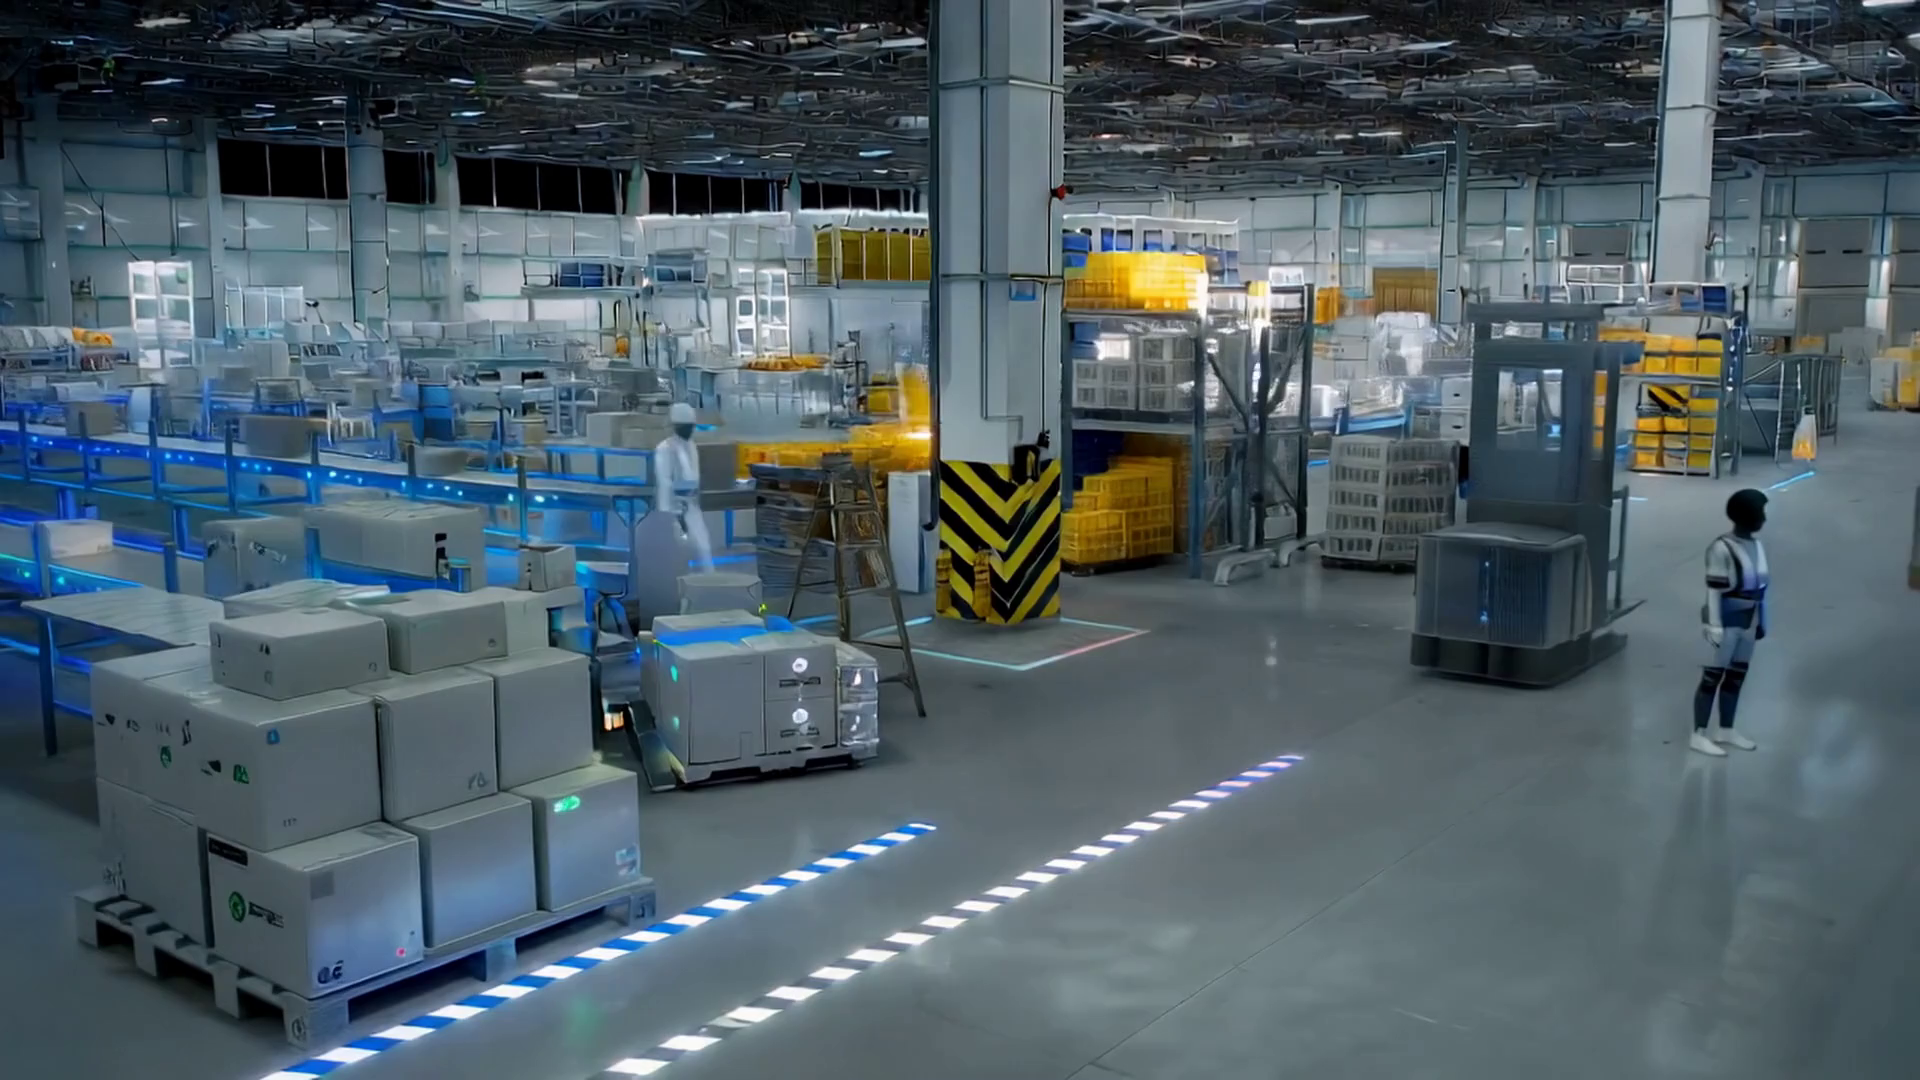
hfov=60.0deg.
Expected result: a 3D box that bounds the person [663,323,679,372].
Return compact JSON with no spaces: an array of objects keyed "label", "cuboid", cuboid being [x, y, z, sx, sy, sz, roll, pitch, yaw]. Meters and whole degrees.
[{"label":"person","cuboid":[-9.966,-6.517,57.219,0.576,1.872,0.591,7,11,39]}]

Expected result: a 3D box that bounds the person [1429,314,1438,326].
[{"label":"person","cuboid":[22.447,-9.739,78.749,0.595,1.925,0.375,-5,10,-30]}]

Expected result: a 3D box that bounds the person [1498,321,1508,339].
[{"label":"person","cuboid":[25.832,-9.733,79.273,0.539,1.751,0.487,-2,9,-15]}]

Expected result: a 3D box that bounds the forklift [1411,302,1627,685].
[{"label":"forklift","cuboid":[4.379,-0.438,12.852,1.129,2.768,1.873,7,11,37]}]

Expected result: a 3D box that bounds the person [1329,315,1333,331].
[{"label":"person","cuboid":[18.471,-10.256,82.161,0.602,1.948,0.386,-4,9,-25]}]

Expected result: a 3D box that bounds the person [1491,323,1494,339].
[{"label":"person","cuboid":[19.694,-7.206,61.946,0.376,1.846,0.517,4,9,23]}]

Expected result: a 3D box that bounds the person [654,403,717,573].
[{"label":"person","cuboid":[-2.554,-0.313,15.343,1.016,1.896,0.607,5,10,31]}]

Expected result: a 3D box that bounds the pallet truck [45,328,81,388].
[{"label":"pallet truck","cuboid":[-23.775,-4.544,43.495,1.885,1.965,0.823,6,10,35]}]

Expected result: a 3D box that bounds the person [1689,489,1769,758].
[{"label":"person","cuboid":[4.851,0.516,10.429,0.535,1.693,0.321,-5,10,-30]}]

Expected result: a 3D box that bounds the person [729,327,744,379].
[{"label":"person","cuboid":[-7.515,-6.291,56.079,0.518,1.756,0.348,1,9,10]}]

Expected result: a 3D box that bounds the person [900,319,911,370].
[{"label":"person","cuboid":[-2.049,-7.394,63.016,0.417,1.912,0.588,4,9,24]}]

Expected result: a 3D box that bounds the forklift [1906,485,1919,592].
[{"label":"forklift","cuboid":[10.017,-0.804,15.320,1.873,2.768,1.129,0,8,-1]}]

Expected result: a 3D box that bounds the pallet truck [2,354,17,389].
[{"label":"pallet truck","cuboid":[-24.881,-4.417,42.634,1.885,1.965,0.823,8,11,41]}]

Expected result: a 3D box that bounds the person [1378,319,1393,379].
[{"label":"person","cuboid":[14.389,-6.483,56.411,0.608,2.044,0.377,-5,10,-28]}]

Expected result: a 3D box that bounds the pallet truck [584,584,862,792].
[{"label":"pallet truck","cuboid":[-1.426,0.805,10.019,1.601,1.201,0.680,-4,9,-26]}]

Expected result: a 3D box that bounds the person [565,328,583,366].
[{"label":"person","cuboid":[-11.491,-5.365,49.478,0.516,1.865,0.329,-1,8,-4]}]

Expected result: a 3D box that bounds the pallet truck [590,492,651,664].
[{"label":"pallet truck","cuboid":[-3.115,0.344,12.883,0.653,1.274,1.630,7,11,37]}]

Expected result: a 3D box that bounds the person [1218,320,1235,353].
[{"label":"person","cuboid":[10.319,-7.586,64.392,0.646,1.893,1.038,3,9,16]}]

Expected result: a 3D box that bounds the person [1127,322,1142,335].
[{"label":"person","cuboid":[6.044,-6.550,57.301,0.583,1.906,0.798,-3,9,-17]}]
